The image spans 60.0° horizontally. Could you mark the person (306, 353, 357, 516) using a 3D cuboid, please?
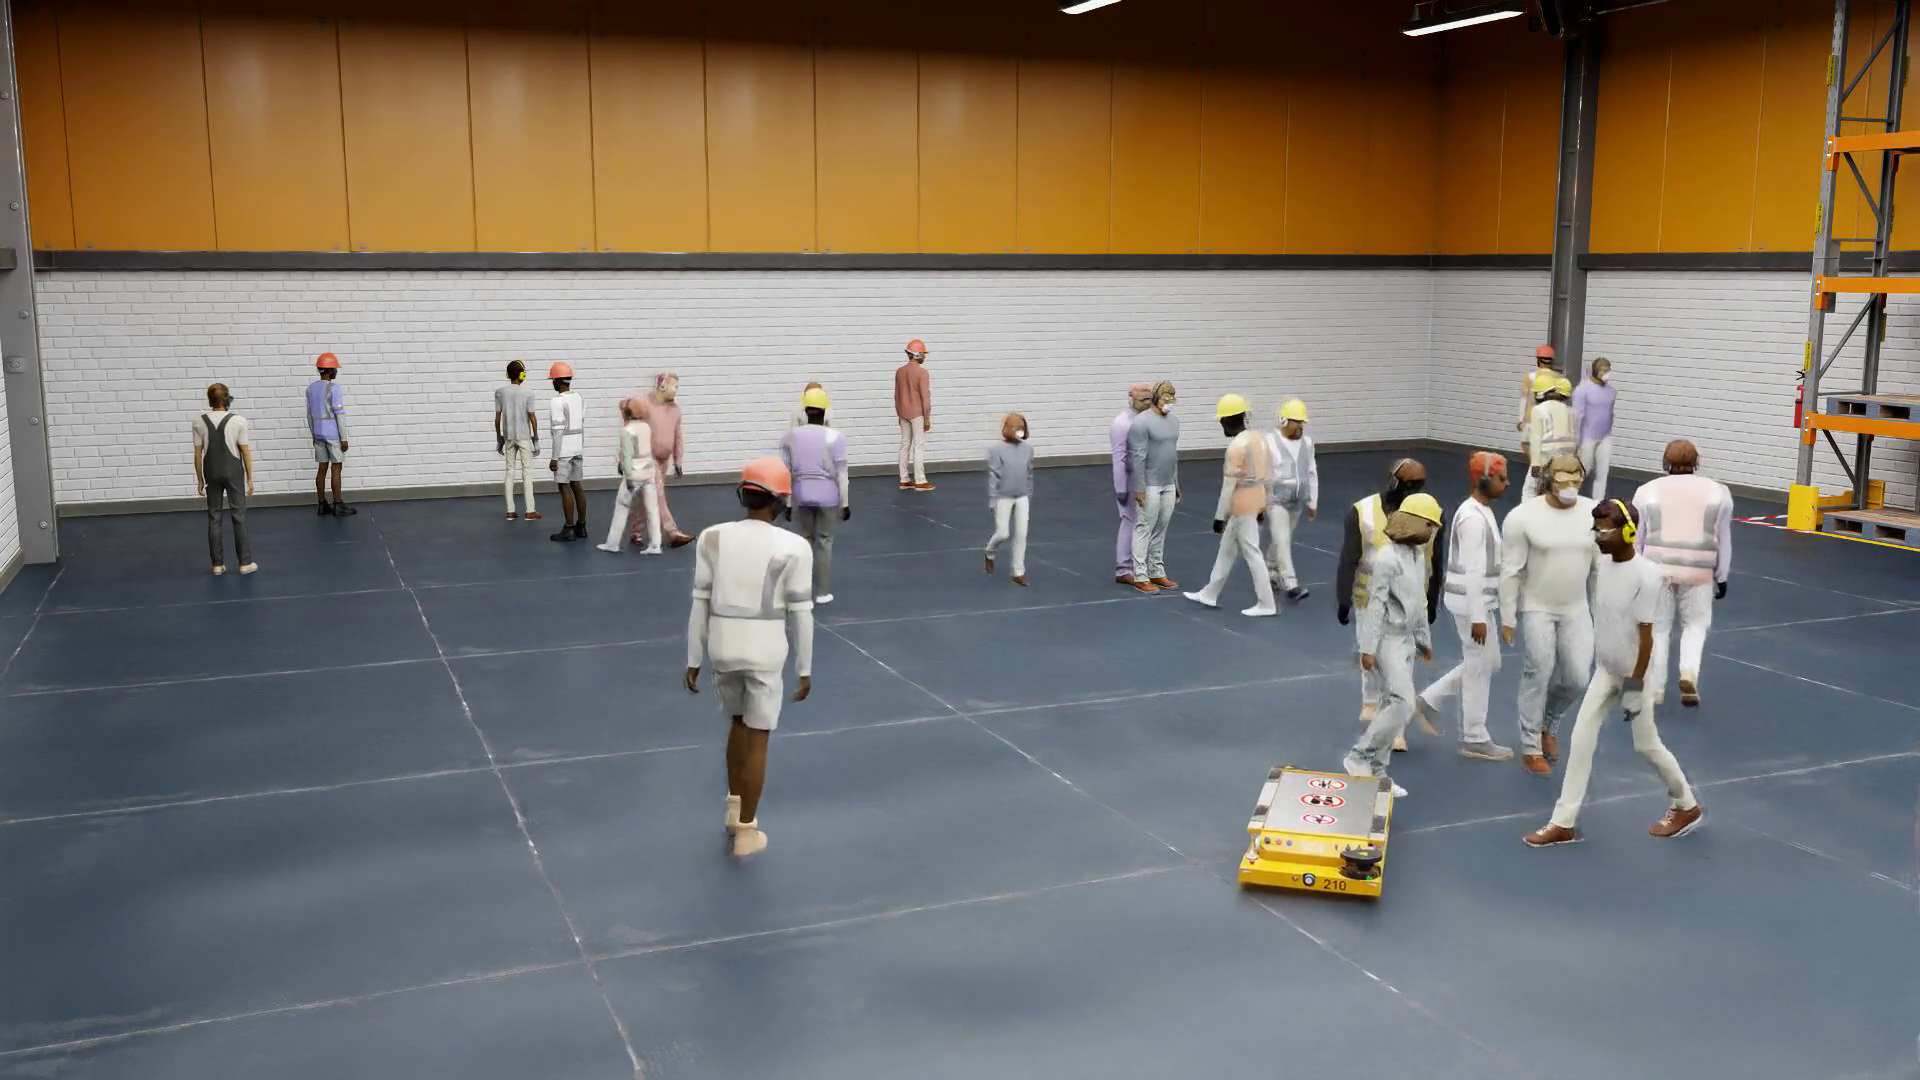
[{"bbox_3d":[-7.461,-1.249,19.723,0.553,1.935,0.363,5,11,27],"label":"person"}]

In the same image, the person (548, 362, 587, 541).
[{"bbox_3d":[-4.259,-0.951,17.923,0.363,1.934,0.553,3,10,20],"label":"person"}]

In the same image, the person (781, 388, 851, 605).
[{"bbox_3d":[-1.263,-0.363,14.431,0.593,1.910,0.506,3,10,17],"label":"person"}]

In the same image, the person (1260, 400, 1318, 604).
[{"bbox_3d":[2.914,-0.348,14.744,0.600,1.774,0.943,-4,10,-22],"label":"person"}]

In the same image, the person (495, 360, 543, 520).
[{"bbox_3d":[-5.153,-1.158,19.381,0.535,1.868,0.309,1,9,8],"label":"person"}]

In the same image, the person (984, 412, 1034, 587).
[{"bbox_3d":[0.451,-0.390,15.473,0.514,1.617,0.528,-5,11,-29],"label":"person"}]

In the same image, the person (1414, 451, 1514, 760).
[{"bbox_3d":[3.050,0.391,9.989,0.558,1.867,0.586,4,10,22],"label":"person"}]

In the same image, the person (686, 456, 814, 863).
[{"bbox_3d":[-1.042,0.587,8.380,0.633,2.005,0.646,3,10,16],"label":"person"}]

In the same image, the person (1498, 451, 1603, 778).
[{"bbox_3d":[3.438,0.428,9.637,0.687,1.915,0.476,0,9,-3],"label":"person"}]

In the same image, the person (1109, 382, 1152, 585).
[{"bbox_3d":[1.664,-0.527,15.502,0.394,1.886,0.663,9,13,44],"label":"person"}]

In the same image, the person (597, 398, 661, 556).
[{"bbox_3d":[-3.390,-0.639,17.019,0.768,1.604,0.504,4,10,25],"label":"person"}]

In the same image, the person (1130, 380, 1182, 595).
[{"bbox_3d":[1.789,-0.484,15.103,0.370,1.934,0.627,8,13,42],"label":"person"}]

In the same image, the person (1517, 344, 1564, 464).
[{"bbox_3d":[7.697,-1.626,22.048,0.579,1.923,0.487,0,9,2],"label":"person"}]

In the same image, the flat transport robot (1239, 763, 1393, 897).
[{"bbox_3d":[1.841,1.441,8.458,0.652,0.197,1.431,3,10,17],"label":"flat transport robot"}]

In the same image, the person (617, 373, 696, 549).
[{"bbox_3d":[-3.164,-0.820,17.425,0.974,1.841,0.714,6,11,32],"label":"person"}]

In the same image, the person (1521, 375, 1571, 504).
[{"bbox_3d":[6.280,-0.869,17.898,0.622,1.790,0.719,-6,11,-31],"label":"person"}]

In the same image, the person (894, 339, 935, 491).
[{"bbox_3d":[-0.603,-1.647,21.972,0.392,1.991,0.612,-9,13,-44],"label":"person"}]

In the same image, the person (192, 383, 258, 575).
[{"bbox_3d":[-7.058,-0.581,15.959,0.507,1.842,0.339,-2,9,-9],"label":"person"}]

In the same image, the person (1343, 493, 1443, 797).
[{"bbox_3d":[2.448,0.586,9.274,0.373,1.704,0.523,7,12,36],"label":"person"}]

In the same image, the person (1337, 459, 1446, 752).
[{"bbox_3d":[2.700,0.367,10.449,0.635,1.781,0.998,2,10,15],"label":"person"}]

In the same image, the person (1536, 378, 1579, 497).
[{"bbox_3d":[6.572,-0.927,18.379,0.409,1.731,0.563,-7,12,-38],"label":"person"}]

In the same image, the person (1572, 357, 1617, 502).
[{"bbox_3d":[7.324,-1.189,19.428,0.639,1.921,0.792,-4,10,-25],"label":"person"}]

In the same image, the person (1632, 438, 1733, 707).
[{"bbox_3d":[4.770,0.236,11.068,0.642,1.822,0.535,4,10,20],"label":"person"}]

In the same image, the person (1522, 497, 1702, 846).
[{"bbox_3d":[3.407,0.670,8.501,0.994,1.815,0.530,-3,10,-17],"label":"person"}]

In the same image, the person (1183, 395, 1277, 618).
[{"bbox_3d":[2.271,-0.283,14.038,0.941,1.875,0.609,4,10,23],"label":"person"}]

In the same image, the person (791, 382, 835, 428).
[{"bbox_3d":[-1.707,-1.032,19.354,0.538,1.618,0.403,-1,9,-4],"label":"person"}]
